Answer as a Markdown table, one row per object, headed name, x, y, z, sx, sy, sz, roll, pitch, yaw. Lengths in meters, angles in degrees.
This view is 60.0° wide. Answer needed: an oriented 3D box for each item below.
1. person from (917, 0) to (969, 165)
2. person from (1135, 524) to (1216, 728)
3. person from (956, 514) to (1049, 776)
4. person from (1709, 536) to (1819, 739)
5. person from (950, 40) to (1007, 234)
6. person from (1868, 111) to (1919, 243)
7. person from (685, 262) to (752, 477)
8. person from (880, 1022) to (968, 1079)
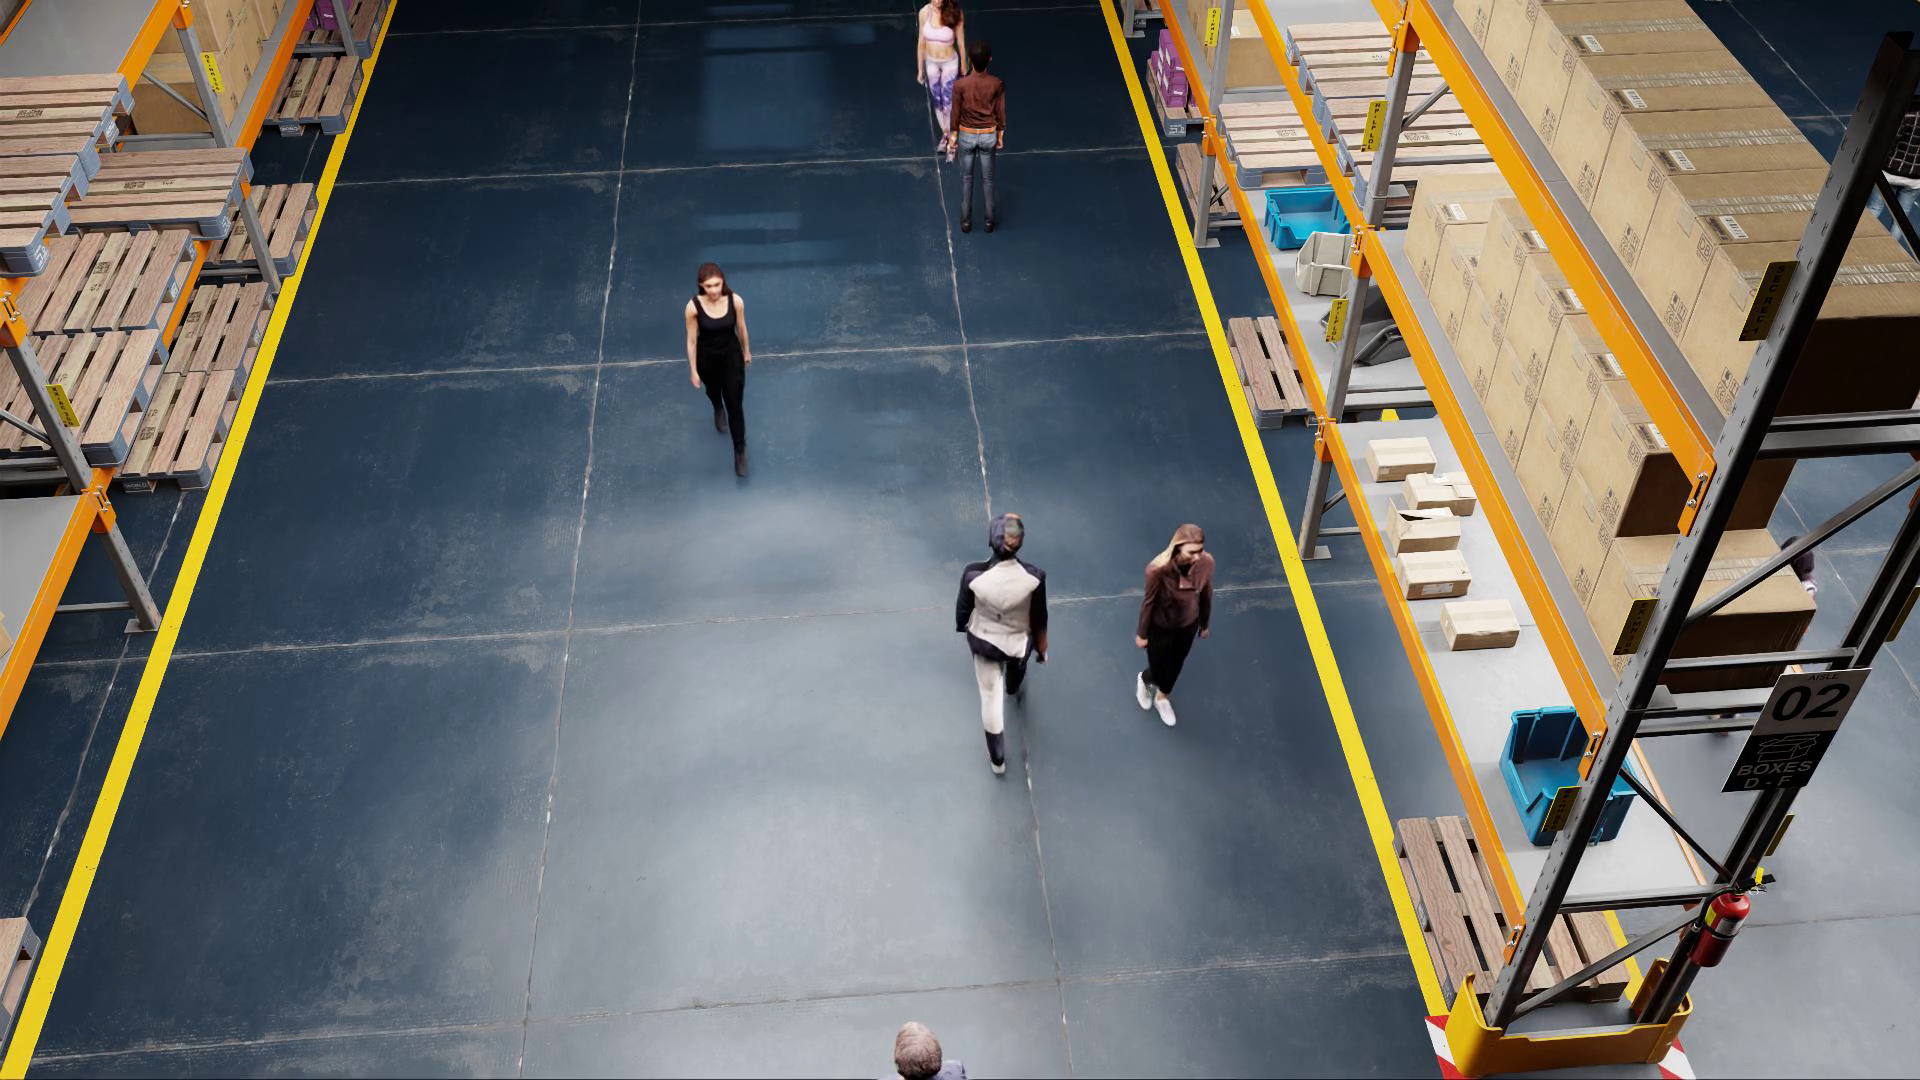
| name | x | y | z | sx | sy | sz | roll | pitch | yaw |
| --- | --- | --- | --- | --- | --- | --- | --- | --- | --- |
| person | -0.158 | -4.429 | 15.473 | 0.714 | 1.752 | 0.803 | 12 | 45 | 12 |
| person | 1.290 | 0.473 | 10.371 | 0.691 | 1.691 | 0.696 | -13 | 45 | -13 |
| person | 0.252 | 0.684 | 10.036 | 0.776 | 1.849 | 1.155 | 1 | 44 | 1 |
| person | 4.951 | 0.660 | 10.238 | 0.625 | 1.605 | 0.585 | 0 | 44 | 0 |
| person | 0.154 | -3.490 | 14.468 | 0.627 | 1.778 | 0.499 | -4 | 44 | -4 |
| person | 7.949 | -3.086 | 14.014 | 0.737 | 1.821 | 0.703 | 13 | 45 | 13 |
| person | -1.803 | -1.373 | 12.344 | 0.738 | 1.644 | 1.158 | -9 | 44 | -9 |
| person | -0.179 | 2.895 | 7.698 | 0.798 | 1.873 | 0.816 | -18 | 46 | -18 |
